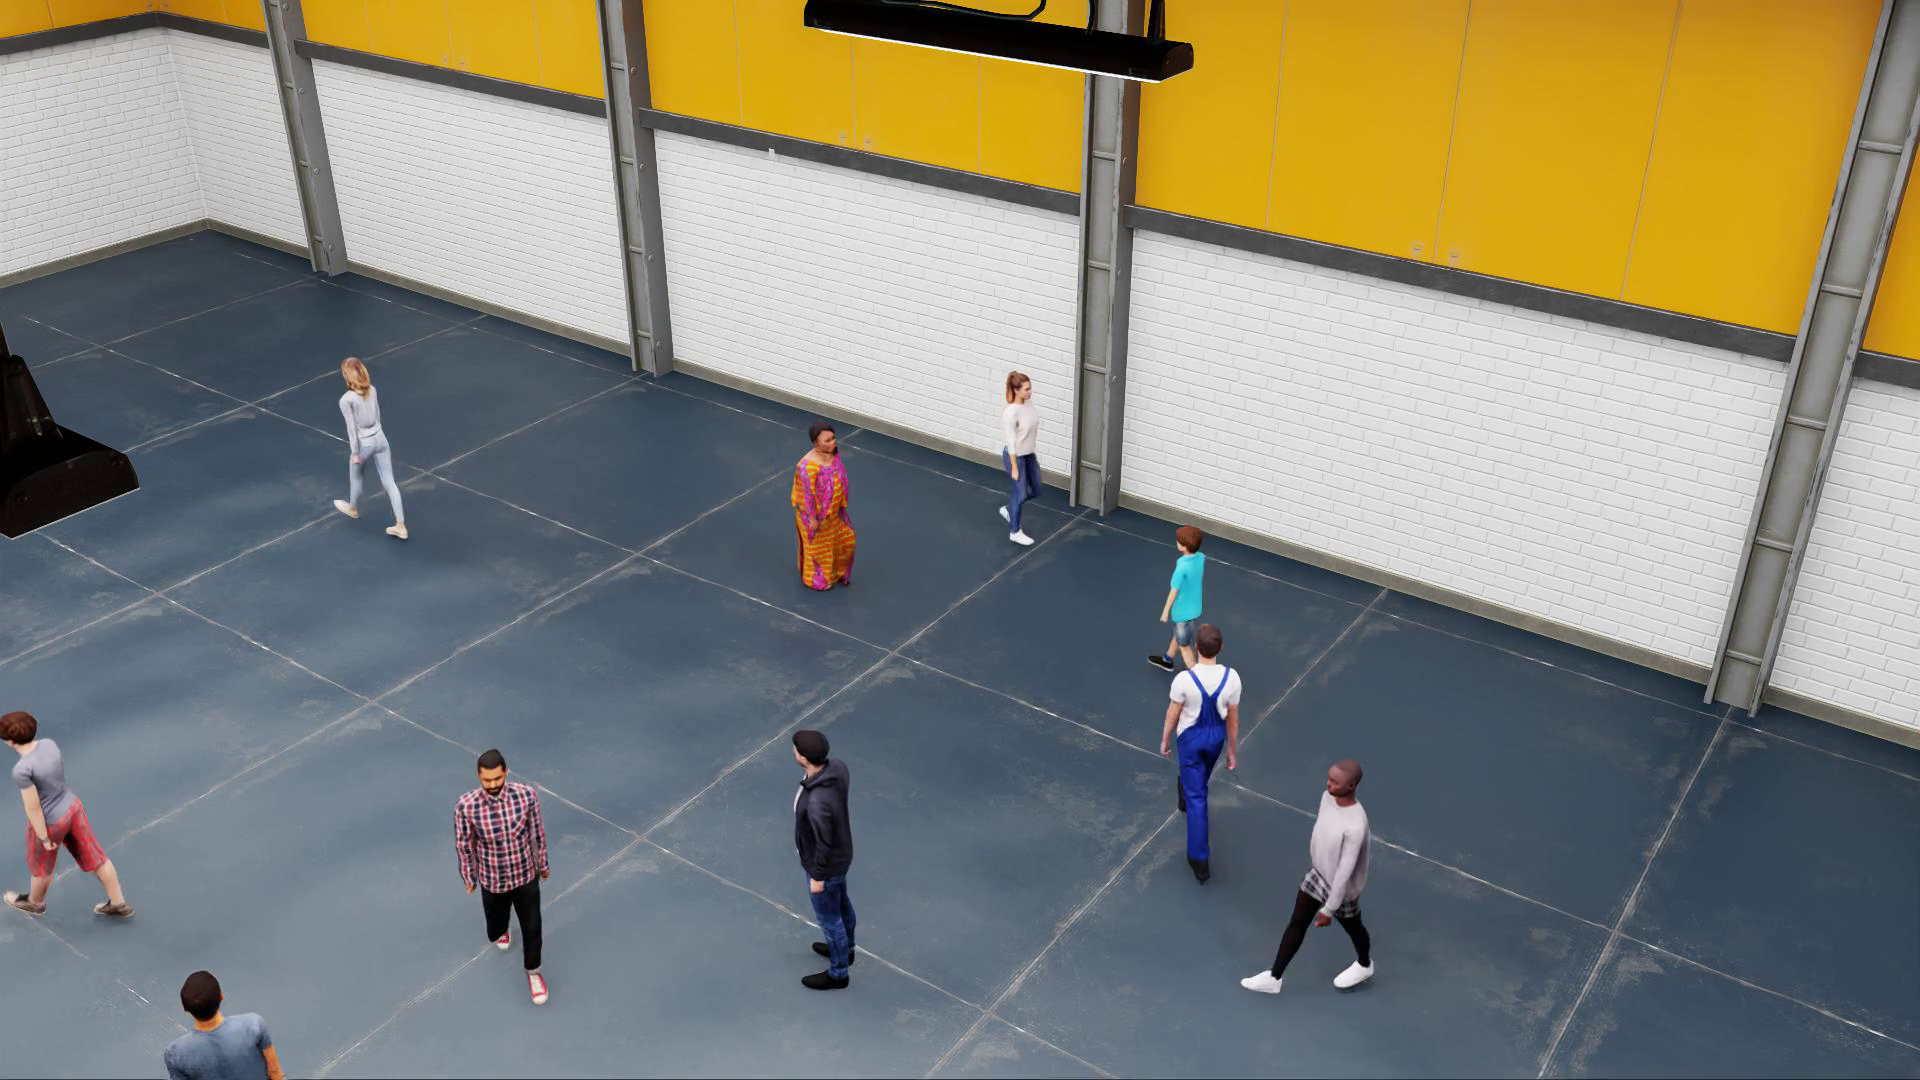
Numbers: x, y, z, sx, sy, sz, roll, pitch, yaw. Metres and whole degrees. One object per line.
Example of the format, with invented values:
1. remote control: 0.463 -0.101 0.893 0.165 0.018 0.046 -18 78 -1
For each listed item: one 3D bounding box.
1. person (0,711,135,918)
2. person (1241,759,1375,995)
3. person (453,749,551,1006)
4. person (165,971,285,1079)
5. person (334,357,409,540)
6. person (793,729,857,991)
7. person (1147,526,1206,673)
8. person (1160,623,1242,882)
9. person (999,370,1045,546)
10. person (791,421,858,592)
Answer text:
1. person: -5.762 1.828 10.760 1.152 1.614 0.866 7 29 13
2. person: 2.379 2.091 10.158 1.115 1.730 1.162 -10 30 -18
3. person: -2.806 2.013 10.286 0.972 1.743 1.083 -11 31 -20
4. person: -3.675 2.976 8.475 0.915 1.788 1.107 -16 32 -26
5. person: -5.431 -0.823 15.476 1.159 1.751 0.659 16 33 27
6. person: -0.811 1.957 10.236 0.729 1.890 0.754 4 29 8
7. person: 1.847 0.557 13.284 0.820 1.428 0.555 21 35 33
8. person: 1.643 1.460 11.235 1.207 1.805 1.228 -4 29 -6
9. person: 0.487 -0.759 15.404 0.673 1.708 0.602 18 33 30
10. person: -1.251 -0.323 14.661 0.749 1.655 0.696 18 33 29
